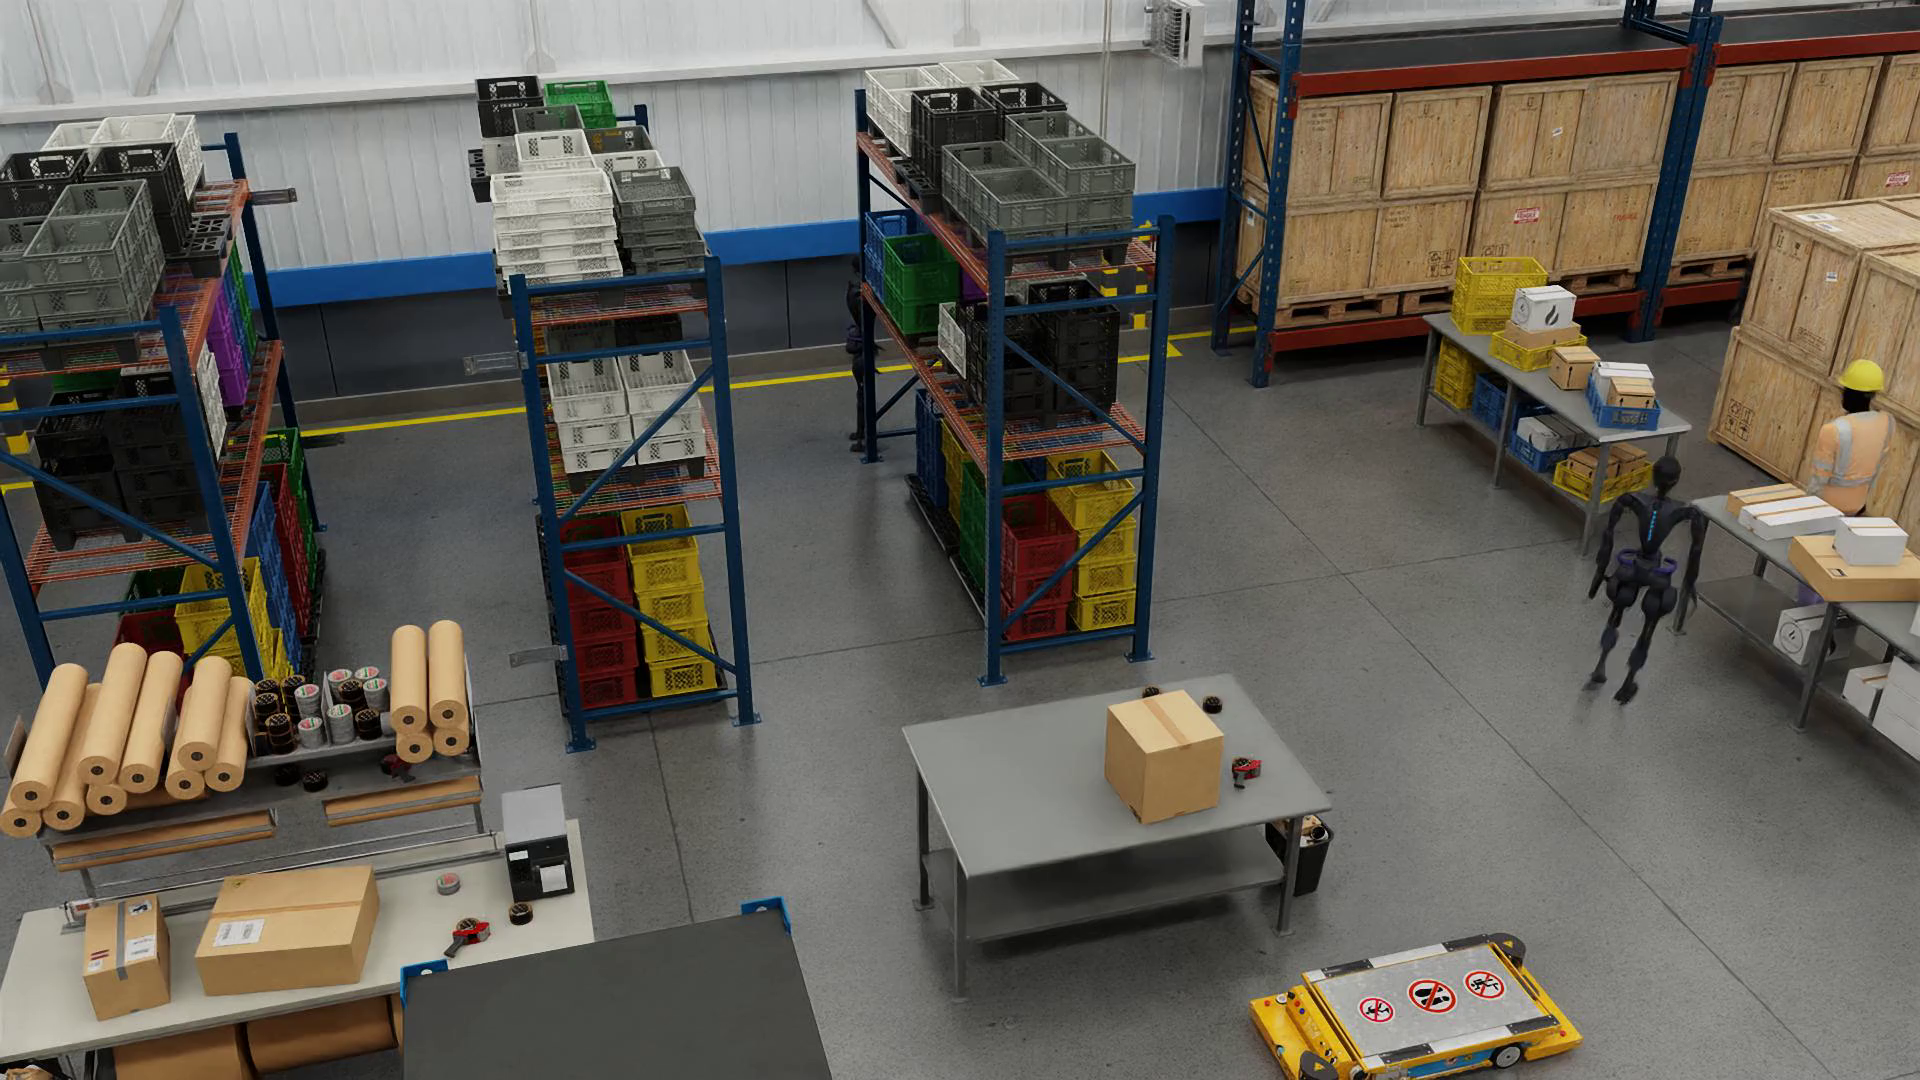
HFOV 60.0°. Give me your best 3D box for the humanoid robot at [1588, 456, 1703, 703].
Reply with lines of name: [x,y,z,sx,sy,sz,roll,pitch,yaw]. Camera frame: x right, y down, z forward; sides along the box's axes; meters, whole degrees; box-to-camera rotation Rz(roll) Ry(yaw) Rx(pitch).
humanoid robot: [4.261,0.225,10.287,0.601,1.645,0.439,19,34,30]

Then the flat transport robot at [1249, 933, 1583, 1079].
flat transport robot: [2.184,2.282,7.980,1.431,0.197,0.652,-8,30,-14]

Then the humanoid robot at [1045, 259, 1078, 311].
humanoid robot: [0.729,-1.942,14.216,0.603,1.657,0.315,4,29,8]

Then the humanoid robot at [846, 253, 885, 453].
humanoid robot: [-0.766,-1.532,13.473,0.320,1.657,0.611,-1,29,-1]

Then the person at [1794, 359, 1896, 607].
person: [5.740,-0.278,10.949,0.592,1.922,0.383,-11,31,-20]

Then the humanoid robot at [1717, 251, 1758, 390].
humanoid robot: [6.947,-1.986,14.322,0.609,1.619,0.457,17,33,28]
